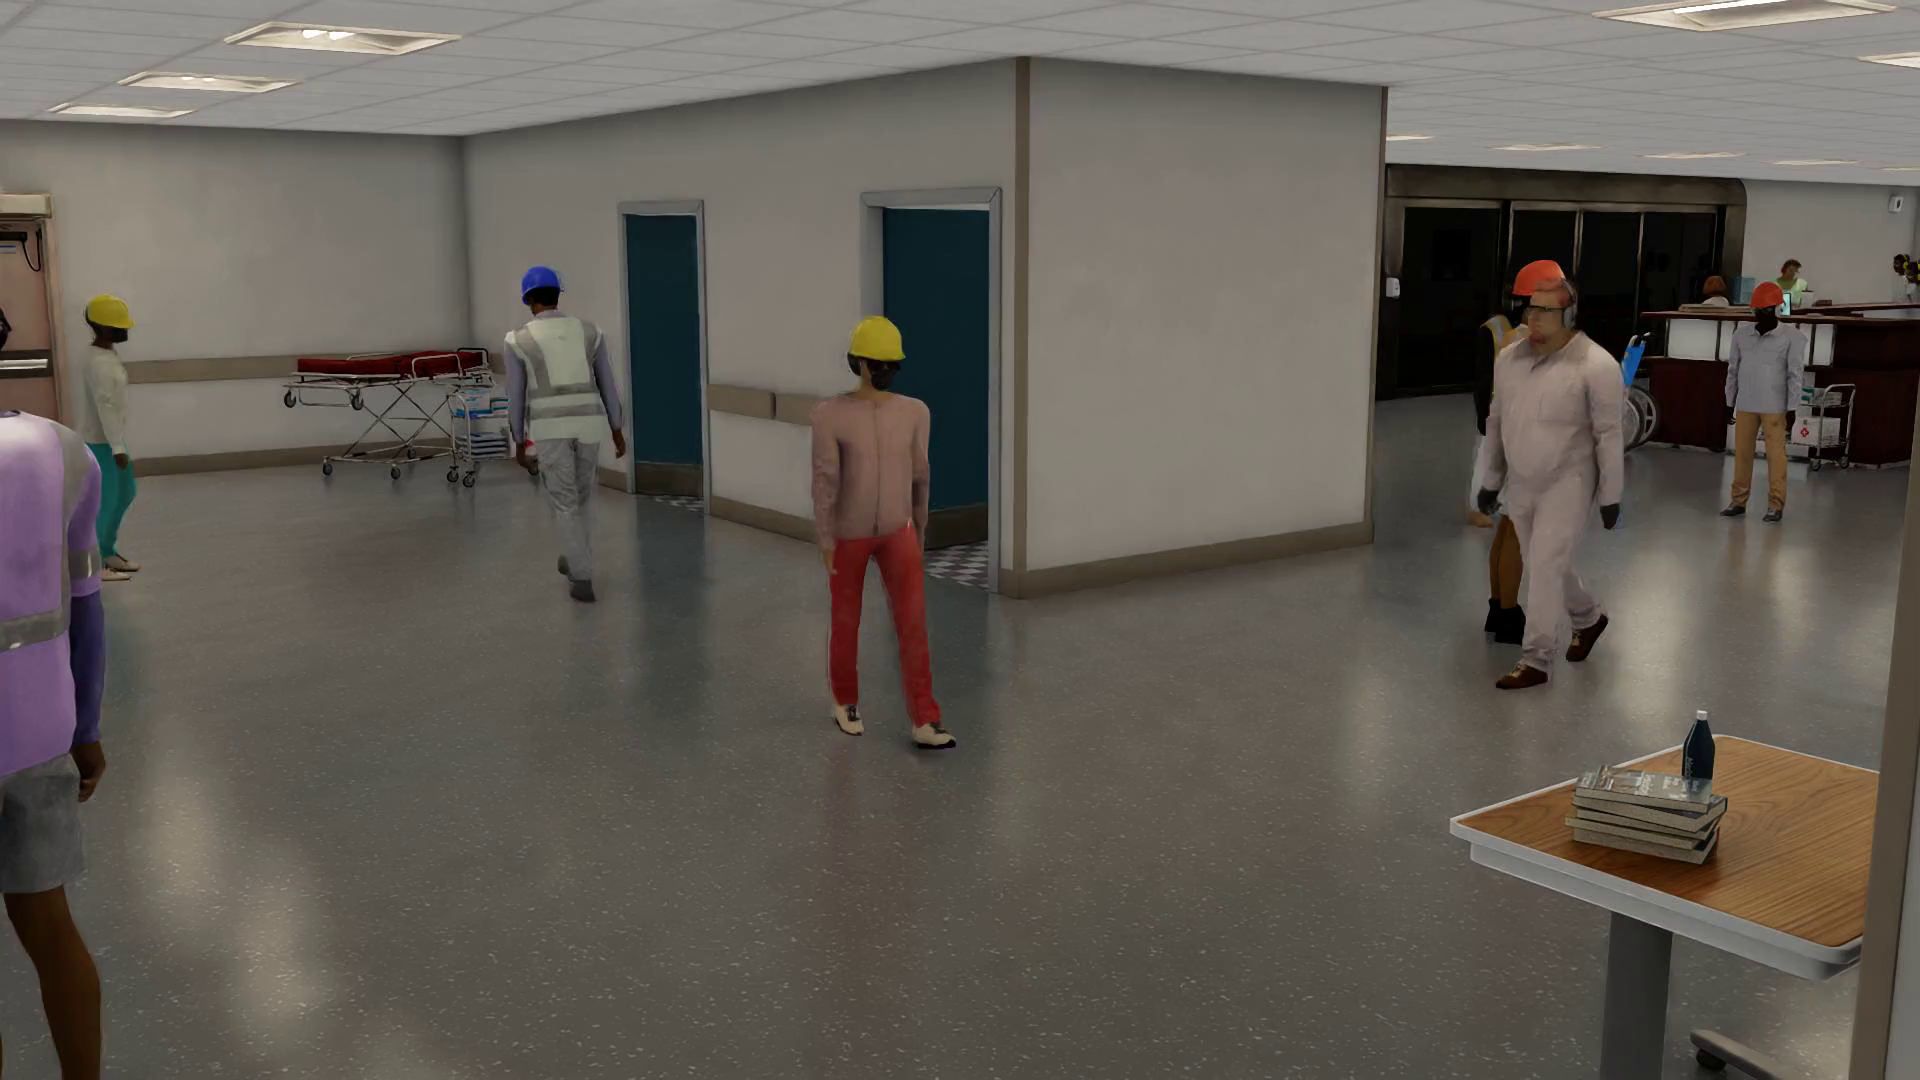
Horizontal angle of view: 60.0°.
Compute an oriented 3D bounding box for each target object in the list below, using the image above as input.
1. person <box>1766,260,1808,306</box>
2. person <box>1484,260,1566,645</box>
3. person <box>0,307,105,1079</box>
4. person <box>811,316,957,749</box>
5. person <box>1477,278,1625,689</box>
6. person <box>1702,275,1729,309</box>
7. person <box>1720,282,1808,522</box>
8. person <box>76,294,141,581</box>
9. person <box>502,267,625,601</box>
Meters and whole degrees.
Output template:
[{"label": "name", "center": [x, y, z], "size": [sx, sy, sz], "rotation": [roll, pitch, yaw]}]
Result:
[{"label": "person", "center": [11.547, -3.040, 23.420], "size": [0.637, 1.780, 0.927], "rotation": [5, 11, 25]}, {"label": "person", "center": [2.881, -0.438, 8.428], "size": [0.362, 1.938, 0.545], "rotation": [2, 10, 9]}, {"label": "person", "center": [-2.038, 0.413, 3.423], "size": [0.407, 2.029, 0.613], "rotation": [3, 11, 17]}, {"label": "person", "center": [-0.317, -0.009, 6.612], "size": [0.538, 1.730, 0.870], "rotation": [-4, 11, -22]}, {"label": "person", "center": [2.813, -0.282, 7.744], "size": [0.878, 1.880, 0.653], "rotation": [-6, 12, -30]}, {"label": "person", "center": [9.167, -2.402, 20.282], "size": [0.507, 1.631, 0.266], "rotation": [-8, 13, -37]}, {"label": "person", "center": [5.849, -1.004, 12.151], "size": [0.361, 1.742, 0.563], "rotation": [-8, 13, -36]}, {"label": "person", "center": [-5.069, -0.598, 9.898], "size": [0.457, 1.721, 0.564], "rotation": [-4, 11, -20]}, {"label": "person", "center": [-2.320, -0.621, 9.616], "size": [0.651, 1.878, 0.913], "rotation": [-7, 12, -35]}]
